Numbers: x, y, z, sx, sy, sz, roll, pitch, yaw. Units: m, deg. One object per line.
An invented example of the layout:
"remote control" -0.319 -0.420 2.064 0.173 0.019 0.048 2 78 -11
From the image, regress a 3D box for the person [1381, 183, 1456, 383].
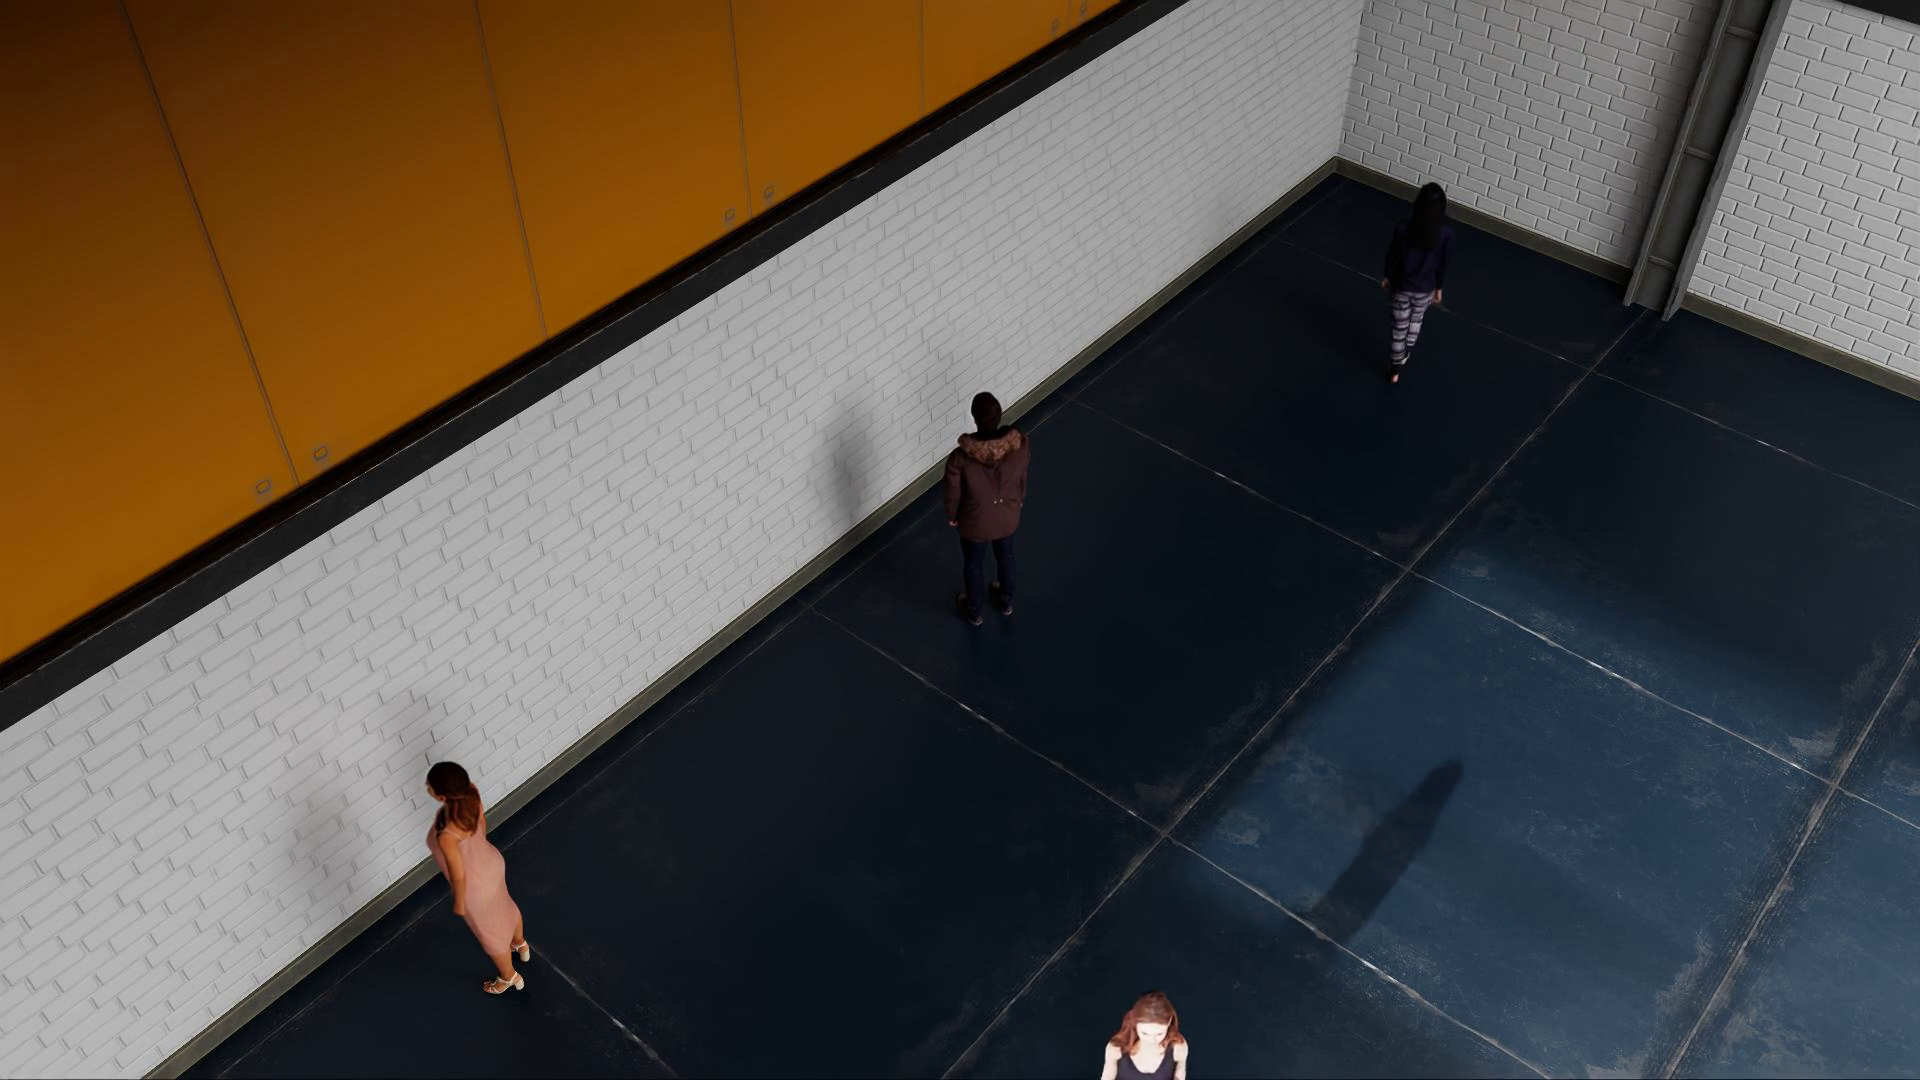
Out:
"person" 3.490 -1.928 12.790 0.741 1.725 0.820 7 44 7

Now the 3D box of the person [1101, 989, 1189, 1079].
"person" 0.856 2.618 8.014 0.778 1.731 0.832 3 44 3

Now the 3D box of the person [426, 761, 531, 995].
"person" -2.547 1.785 8.815 0.678 1.832 0.658 5 44 5

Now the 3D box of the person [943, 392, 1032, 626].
"person" 0.190 -0.193 10.883 0.861 1.843 0.864 -14 45 -14
